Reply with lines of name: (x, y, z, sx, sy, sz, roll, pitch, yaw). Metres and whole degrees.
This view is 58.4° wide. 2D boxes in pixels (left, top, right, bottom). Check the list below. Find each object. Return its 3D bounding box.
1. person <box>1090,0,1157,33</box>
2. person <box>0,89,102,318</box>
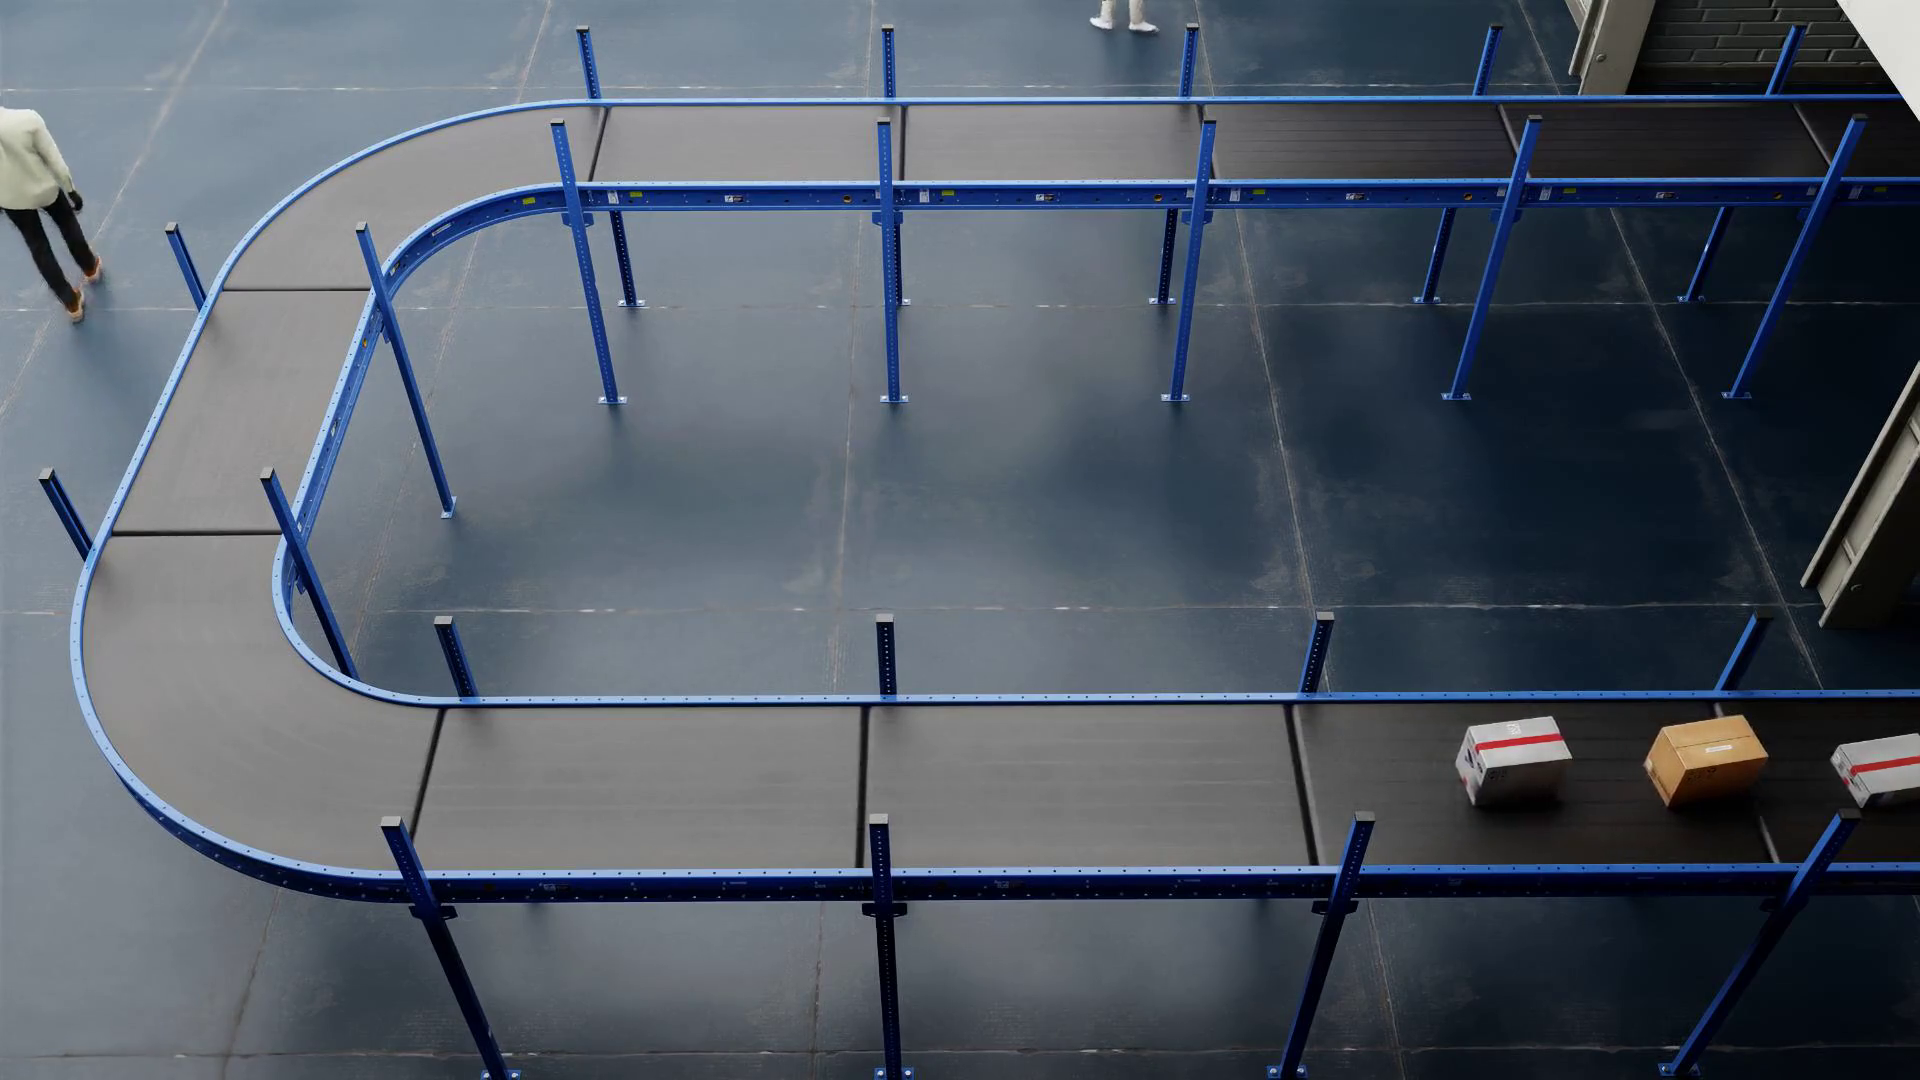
person: (1.506, -5.216, 15.045, 0.617, 1.610, 0.327, 11, 48, 10)
person: (-6.697, -2.582, 12.340, 0.654, 1.964, 0.837, -15, 49, -14)
